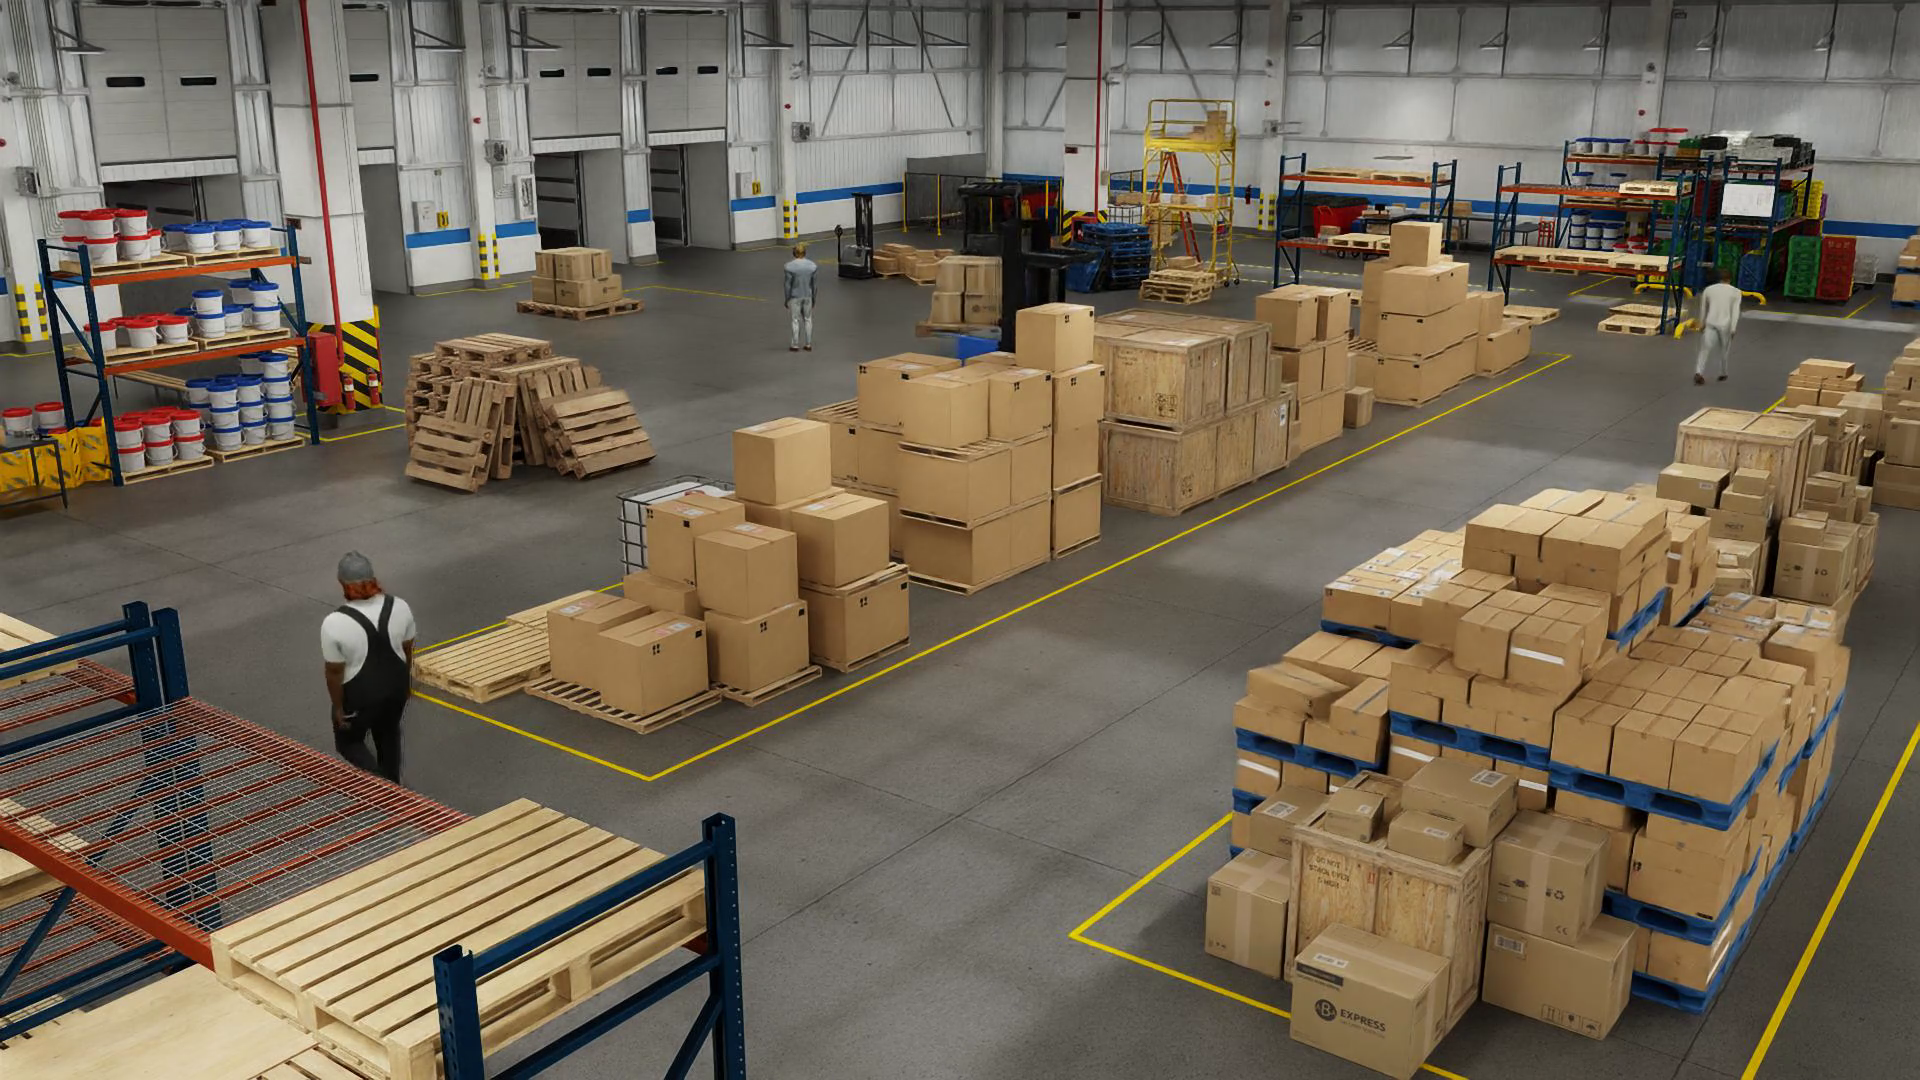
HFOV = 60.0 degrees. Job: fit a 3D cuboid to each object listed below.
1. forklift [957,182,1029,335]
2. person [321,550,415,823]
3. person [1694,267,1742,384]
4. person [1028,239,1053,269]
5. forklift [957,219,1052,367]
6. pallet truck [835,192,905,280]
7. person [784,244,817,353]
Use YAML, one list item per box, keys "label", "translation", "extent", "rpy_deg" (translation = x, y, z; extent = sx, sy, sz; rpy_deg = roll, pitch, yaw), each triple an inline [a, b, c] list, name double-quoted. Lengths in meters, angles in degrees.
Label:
- label: "forklift"
  translation: [0.670, -5.369, 31.551]
  extent: [1.129, 2.768, 1.873]
  rpy_deg: [3, 17, 11]
- label: "person"
  translation: [-4.176, 1.035, 11.776]
  extent: [0.627, 2.000, 0.691]
  rpy_deg: [15, 23, 41]
- label: "person"
  translation: [12.262, -3.471, 26.944]
  extent: [0.642, 1.903, 0.990]
  rpy_deg: [16, 23, 43]
- label: "person"
  translation: [1.724, -5.906, 35.426]
  extent: [0.543, 1.649, 0.888]
  rpy_deg: [-1, 17, -3]
- label: "forklift"
  translation: [0.966, -3.380, 24.966]
  extent: [1.873, 2.768, 1.129]
  rpy_deg: [12, 21, 35]
- label: "pallet truck"
  translation: [-1.936, -7.159, 38.982]
  extent: [1.885, 1.965, 0.823]
  rpy_deg: [-12, 21, -34]
- label: "person"
  translation: [-2.842, -4.309, 29.674]
  extent: [0.636, 1.929, 0.385]
  rpy_deg: [-9, 19, -28]
